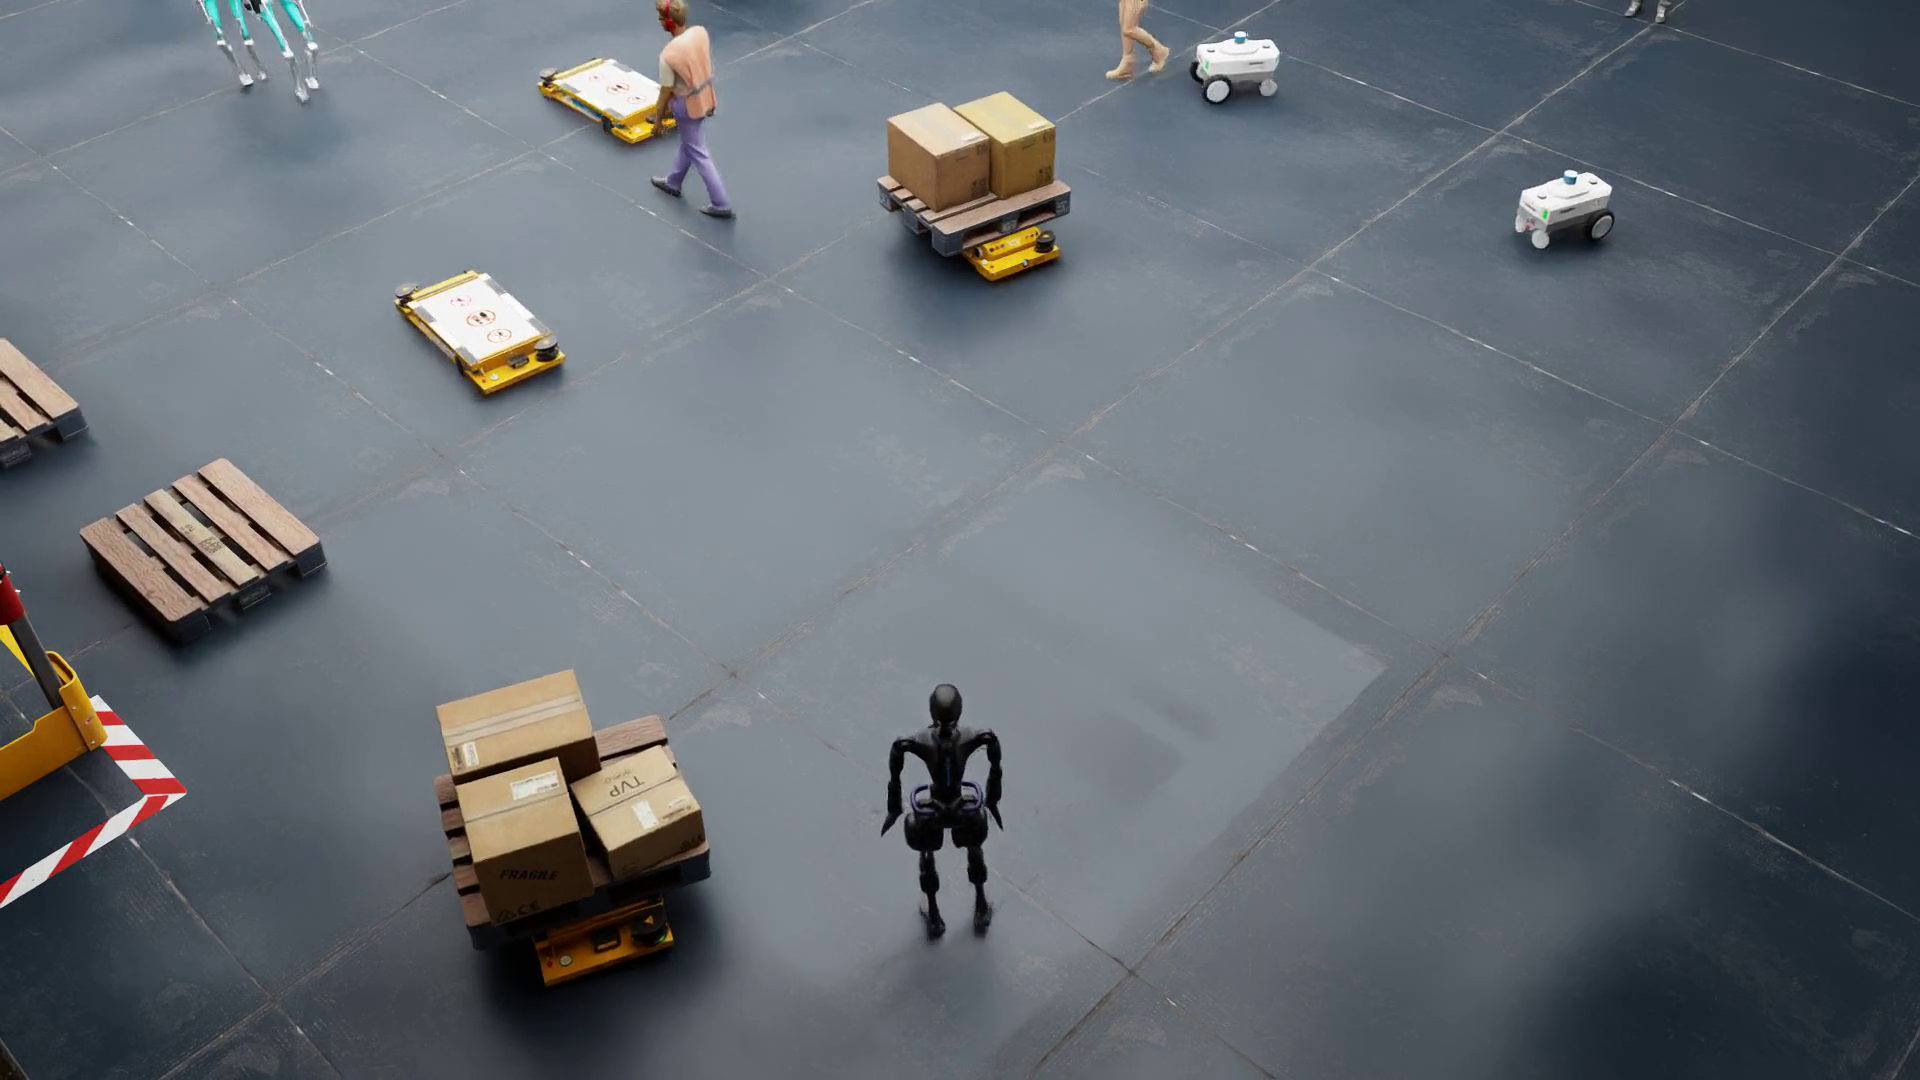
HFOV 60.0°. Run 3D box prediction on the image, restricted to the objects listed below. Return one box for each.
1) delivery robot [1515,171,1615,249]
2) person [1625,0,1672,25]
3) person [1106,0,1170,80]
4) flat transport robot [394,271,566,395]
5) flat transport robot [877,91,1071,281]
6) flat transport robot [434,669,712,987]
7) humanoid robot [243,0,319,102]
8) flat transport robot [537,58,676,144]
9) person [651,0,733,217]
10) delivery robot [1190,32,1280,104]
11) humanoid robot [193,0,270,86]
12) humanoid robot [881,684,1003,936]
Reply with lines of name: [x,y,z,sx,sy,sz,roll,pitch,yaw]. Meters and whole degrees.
delivery robot: [4.833,-2.669,13.291,0.782,0.611,0.521,-18,45,-19]
person: [6.794,-5.887,15.903,0.567,1.832,0.401,18,45,19]
person: [1.609,-4.980,14.973,0.473,1.721,0.501,-12,43,-13]
flat transport robot: [-3.565,-1.579,12.282,0.659,0.231,1.431,-29,49,-28]
flat transport robot: [0.117,-2.570,13.383,0.659,0.231,1.431,-24,47,-24]
flat transport robot: [-2.005,1.628,8.717,0.659,0.231,1.431,-15,44,-16]
humanoid robot: [-6.022,-4.717,14.710,0.553,1.823,0.796,-27,48,-27]
flat transport robot: [-3.120,-3.981,14.951,1.431,0.231,0.659,34,52,32]
person: [-2.223,-3.436,13.204,0.873,1.794,0.579,16,44,17]
delivery robot: [2.500,-4.316,15.103,0.773,0.586,0.499,-6,42,-7]
humanoid robot: [-6.648,-4.853,14.839,0.567,1.786,0.781,-14,44,-15]
humanoid robot: [-0.090,1.312,8.017,0.602,1.650,0.319,-5,42,-5]
